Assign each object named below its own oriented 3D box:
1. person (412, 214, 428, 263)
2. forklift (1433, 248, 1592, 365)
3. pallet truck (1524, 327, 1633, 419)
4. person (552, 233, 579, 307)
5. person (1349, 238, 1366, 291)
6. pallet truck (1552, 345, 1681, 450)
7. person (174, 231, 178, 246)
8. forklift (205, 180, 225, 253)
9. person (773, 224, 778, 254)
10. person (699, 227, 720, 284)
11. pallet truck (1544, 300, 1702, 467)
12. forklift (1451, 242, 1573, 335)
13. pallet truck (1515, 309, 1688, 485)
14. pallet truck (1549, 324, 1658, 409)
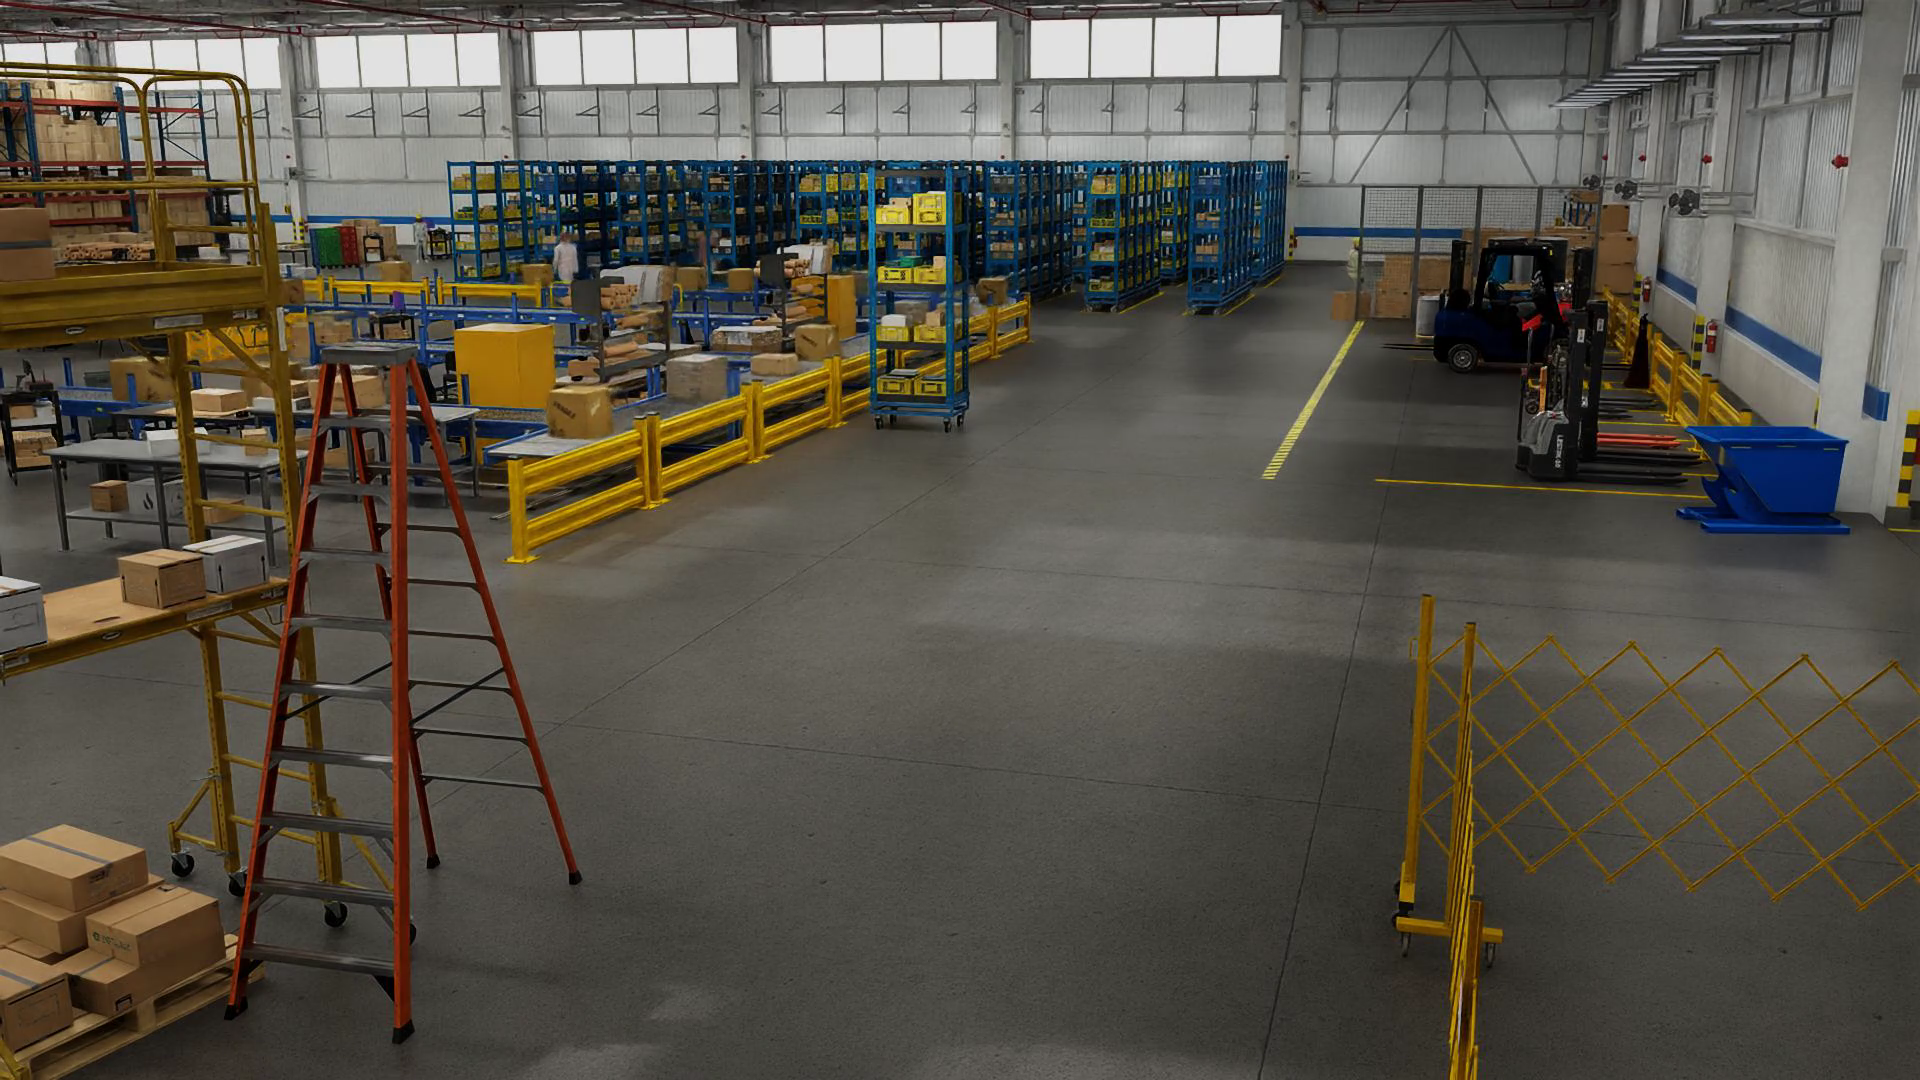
[{"bbox_3d":[-19.162,-10.710,59.055,0.496,1.731,0.372,-4,14,-18],"label":"person"},{"bbox_3d":[9.780,-4.111,29.280,2.680,1.987,1.157,3,13,14],"label":"forklift"},{"bbox_3d":[9.065,-2.460,24.370,1.522,1.261,0.704,3,13,14],"label":"pallet truck"},{"bbox_3d":[-9.902,-6.714,41.491,0.984,1.866,0.665,9,16,35],"label":"person"},{"bbox_3d":[9.656,-6.429,40.376,0.441,1.815,0.593,4,14,17],"label":"person"},{"bbox_3d":[8.641,-1.896,21.908,1.630,1.274,0.653,4,14,16],"label":"pallet truck"},{"bbox_3d":[-24.516,-9.049,51.428,0.601,1.940,0.411,-6,14,-25],"label":"person"},{"bbox_3d":[-29.247,-12.683,65.055,1.873,2.768,1.129,4,14,16],"label":"forklift"},{"bbox_3d":[-5.430,-8.392,48.900,0.572,1.797,0.983,2,13,10],"label":"person"},{"bbox_3d":[-6.758,-7.541,44.844,0.621,1.971,0.608,3,13,14],"label":"person"},{"bbox_3d":[8.263,-1.952,20.631,1.885,1.965,0.823,5,14,20],"label":"pallet truck"},{"bbox_3d":[10.464,-4.597,31.405,2.680,1.987,1.157,4,14,16],"label":"forklift"},{"bbox_3d":[7.554,-1.677,19.446,1.885,1.965,0.823,3,13,14],"label":"pallet truck"},{"bbox_3d":[9.824,-2.669,25.407,1.601,1.201,0.680,4,14,16],"label":"pallet truck"}]
